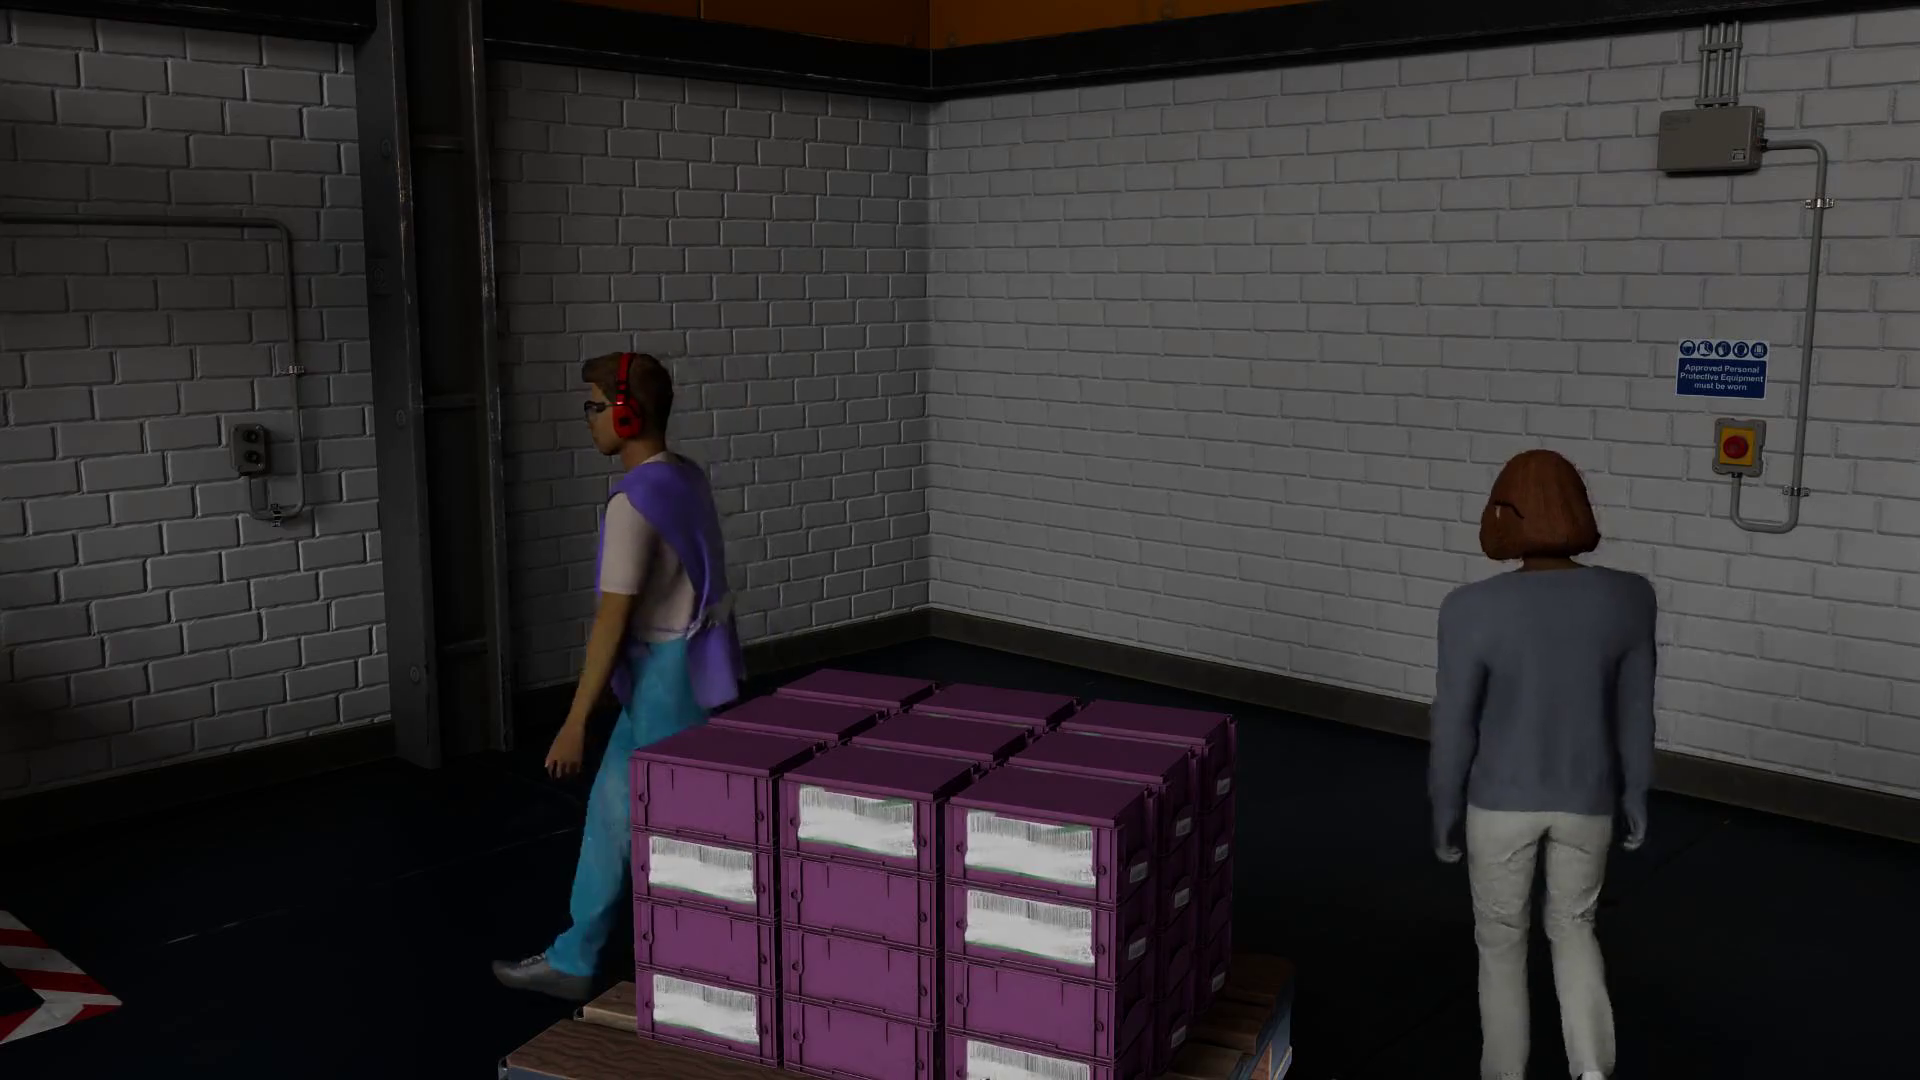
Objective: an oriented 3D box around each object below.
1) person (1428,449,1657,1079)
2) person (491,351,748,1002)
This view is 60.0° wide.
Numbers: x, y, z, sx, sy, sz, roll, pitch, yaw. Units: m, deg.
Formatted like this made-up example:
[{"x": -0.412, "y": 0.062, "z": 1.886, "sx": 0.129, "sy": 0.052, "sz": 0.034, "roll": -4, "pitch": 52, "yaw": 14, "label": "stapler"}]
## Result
[{"x": 1.318, "y": 0.608, "z": 3.755, "sx": 0.522, "sy": 1.619, "sz": 0.415, "roll": 0, "pitch": 9, "yaw": -2, "label": "person"}, {"x": -0.907, "y": 0.424, "z": 4.351, "sx": 0.902, "sy": 1.805, "sz": 0.572, "roll": 0, "pitch": 9, "yaw": -1, "label": "person"}]
